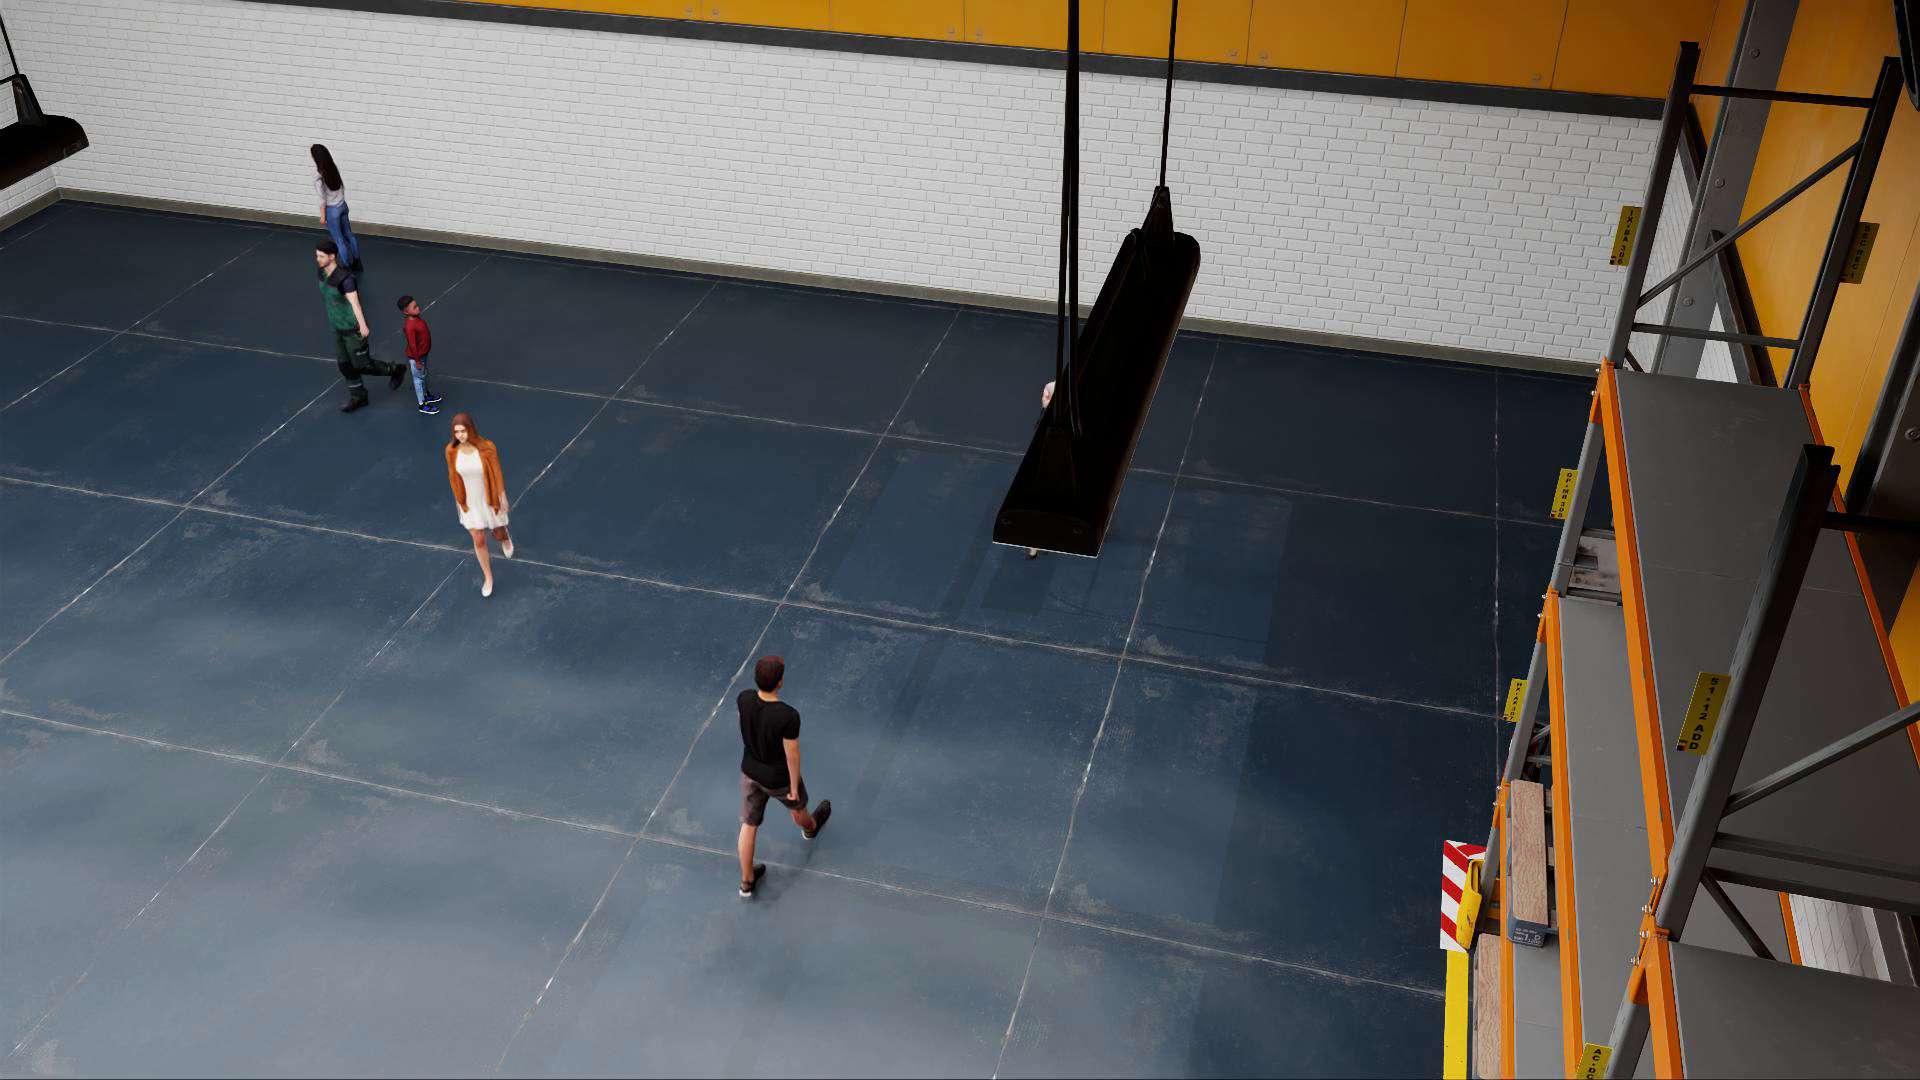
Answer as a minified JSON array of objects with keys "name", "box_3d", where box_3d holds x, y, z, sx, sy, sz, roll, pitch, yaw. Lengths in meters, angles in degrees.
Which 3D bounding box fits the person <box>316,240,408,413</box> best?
[{"name":"person","box_3d":[-6.117,-2.206,16.878,0.949,1.874,1.110,28,43,35]}]

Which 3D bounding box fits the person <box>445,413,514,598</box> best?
[{"name":"person","box_3d":[-4.110,-0.387,14.292,0.811,1.707,0.995,-3,34,-5]}]

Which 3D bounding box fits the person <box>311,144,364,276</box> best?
[{"name":"person","box_3d":[-7.369,-3.891,19.634,0.666,1.631,0.447,9,35,14]}]

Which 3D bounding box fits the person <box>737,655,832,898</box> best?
[{"name":"person","box_3d":[-1.347,1.618,11.188,0.811,1.804,1.235,14,36,20]}]

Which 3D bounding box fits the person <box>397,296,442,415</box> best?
[{"name":"person","box_3d":[-5.552,-1.921,17.009,0.629,1.255,0.520,-4,34,-6]}]
